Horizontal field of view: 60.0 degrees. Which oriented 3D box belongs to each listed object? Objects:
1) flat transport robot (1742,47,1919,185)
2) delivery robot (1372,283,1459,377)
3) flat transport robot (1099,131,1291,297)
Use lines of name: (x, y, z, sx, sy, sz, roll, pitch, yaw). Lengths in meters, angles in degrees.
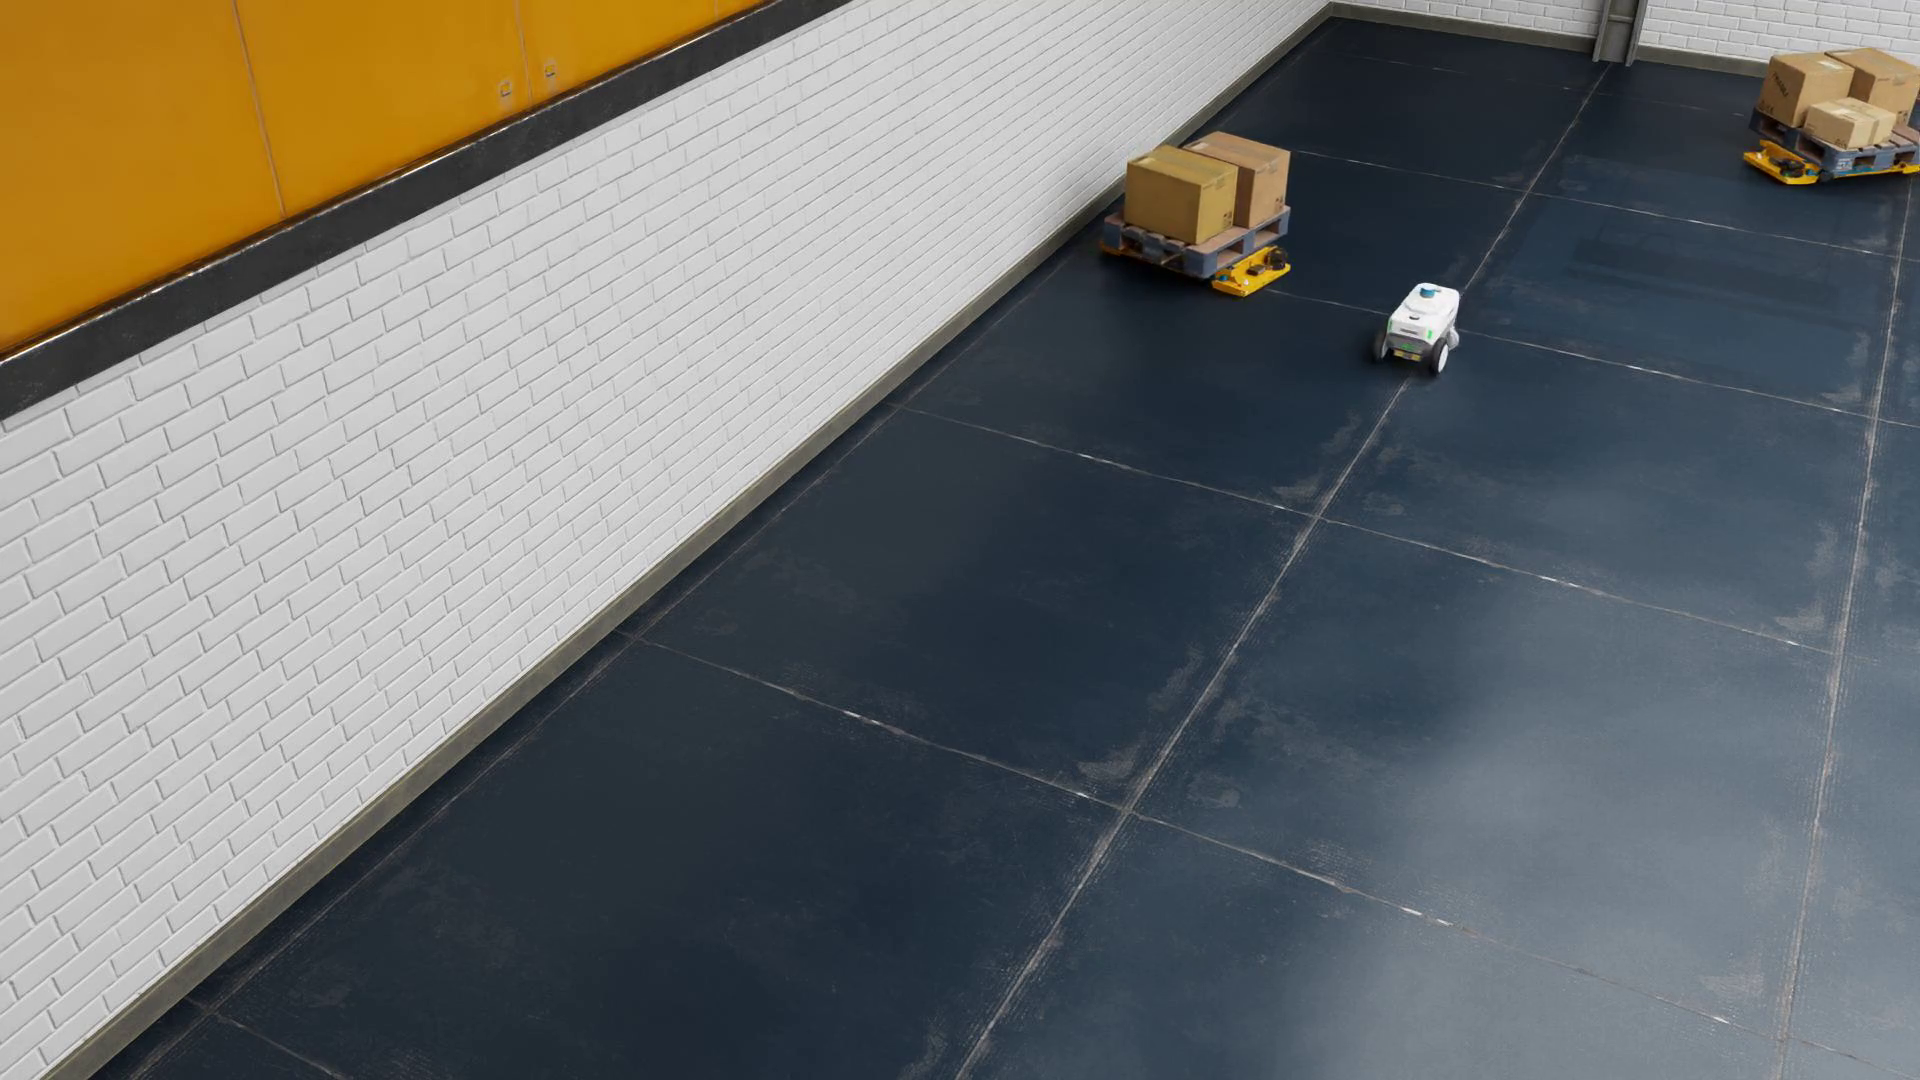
flat transport robot: (7.979, -3.497, 15.180, 1.431, 0.231, 0.659, -8, 35, -12)
delivery robot: (3.343, -1.542, 12.029, 0.525, 0.610, 0.781, 18, 38, 24)
flat transport robot: (1.889, -2.340, 13.459, 1.431, 0.231, 0.659, 26, 42, 33)
